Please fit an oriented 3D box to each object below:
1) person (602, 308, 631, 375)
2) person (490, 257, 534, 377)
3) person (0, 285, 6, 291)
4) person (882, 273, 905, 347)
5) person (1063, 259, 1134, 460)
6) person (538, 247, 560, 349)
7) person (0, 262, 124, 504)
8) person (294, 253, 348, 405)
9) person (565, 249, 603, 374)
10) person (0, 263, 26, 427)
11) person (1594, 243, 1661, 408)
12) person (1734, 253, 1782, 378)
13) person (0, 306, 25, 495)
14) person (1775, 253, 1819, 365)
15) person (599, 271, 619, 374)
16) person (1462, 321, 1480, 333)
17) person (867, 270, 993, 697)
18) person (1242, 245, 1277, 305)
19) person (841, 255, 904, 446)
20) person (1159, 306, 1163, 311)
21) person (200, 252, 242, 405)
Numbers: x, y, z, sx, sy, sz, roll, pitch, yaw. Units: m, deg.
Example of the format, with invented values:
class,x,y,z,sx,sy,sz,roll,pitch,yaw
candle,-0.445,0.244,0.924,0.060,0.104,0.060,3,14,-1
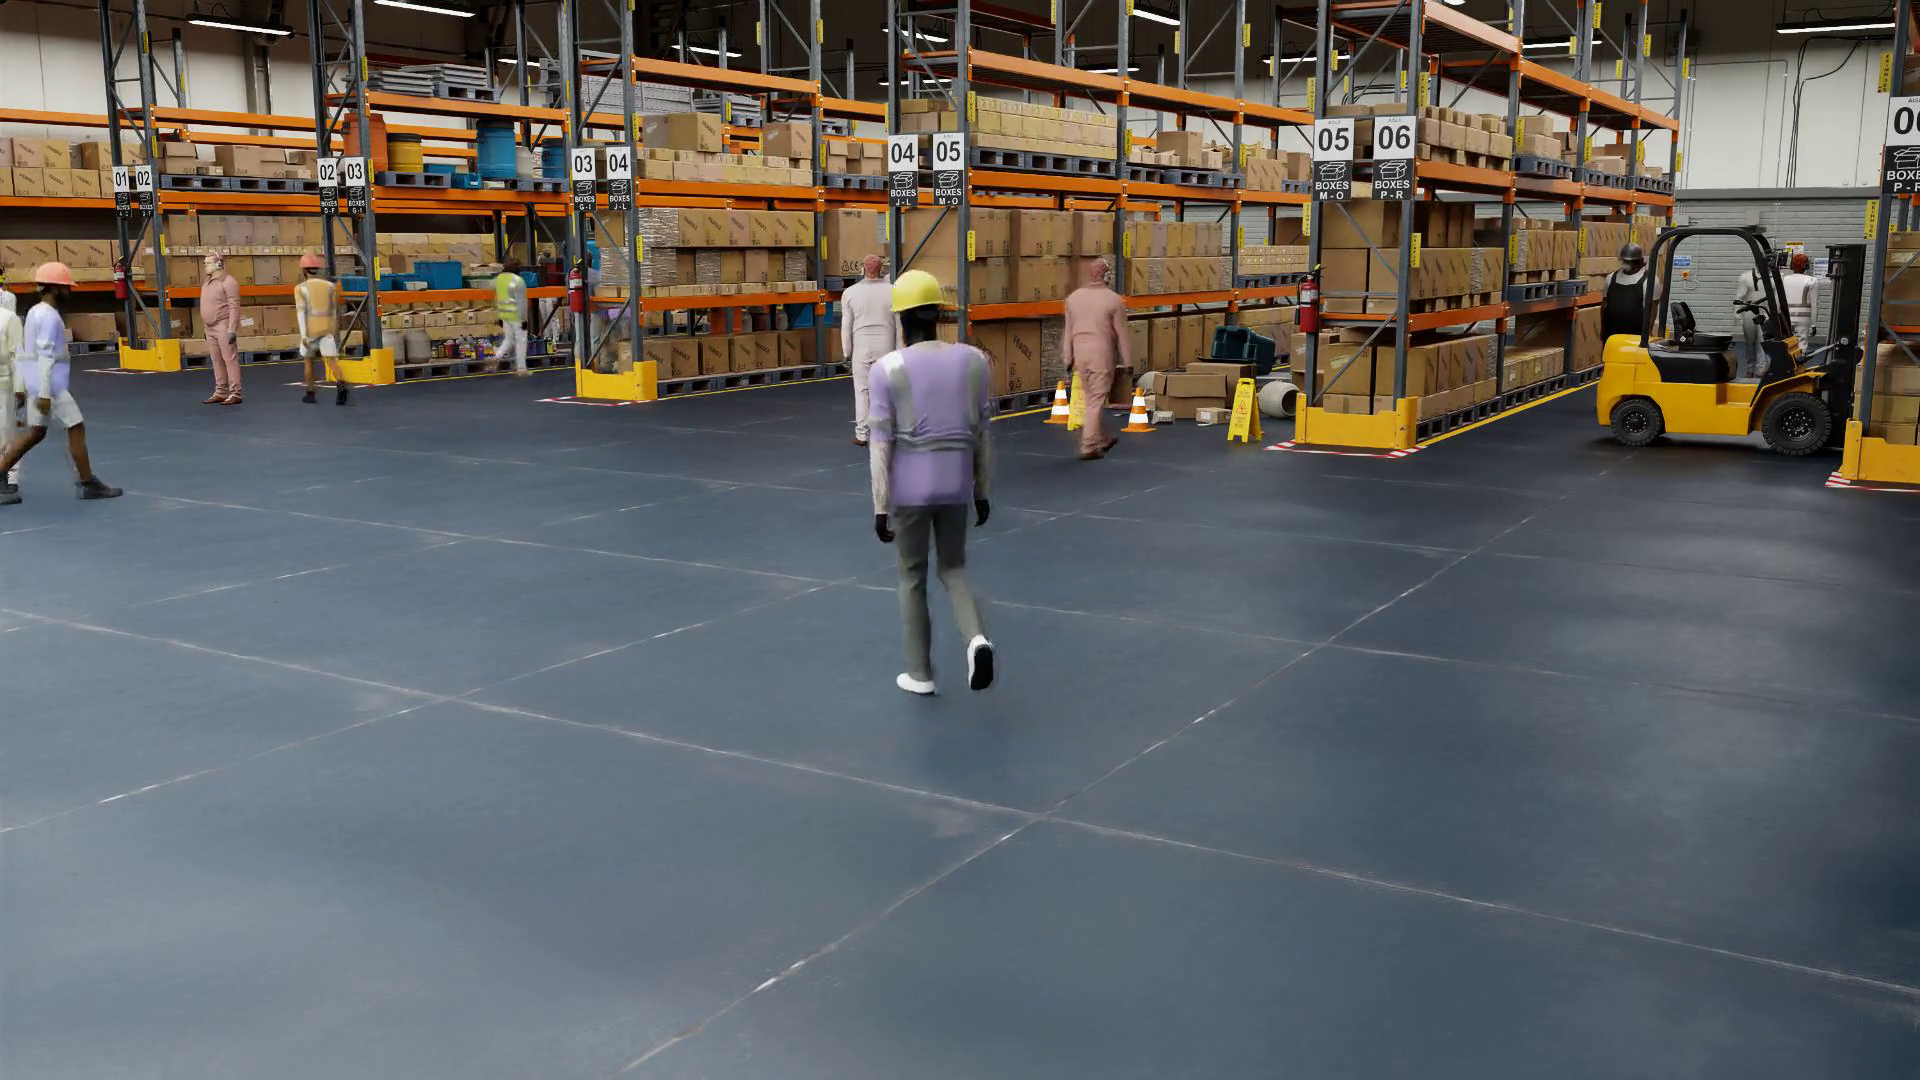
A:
class,x,y,z,sx,sy,sz,roll,pitch,yaw
person,-4.823,-3.235,23.854,0.643,2.020,0.460,5,11,27
person,-6.774,-3.359,25.104,0.640,1.821,0.584,7,12,34
person,-12.338,-2.711,21.532,0.873,1.817,0.517,-4,11,-21
person,-0.865,-3.128,23.771,0.625,1.843,0.430,8,13,39
person,1.375,-1.709,15.759,0.660,1.863,0.927,9,13,40
person,-7.919,-4.637,31.948,0.370,1.940,0.627,-10,14,-44
person,-7.167,-1.212,12.945,0.963,1.893,0.541,-8,13,-39
person,-8.026,-2.635,20.848,0.544,1.907,0.886,-9,14,-42
person,-5.527,-3.337,24.669,0.632,1.940,0.372,3,11,19
person,-10.403,-2.074,17.928,0.527,1.832,0.881,0,10,2
person,8.111,-2.603,20.269,0.673,2.000,0.535,8,13,38
person,11.771,-3.277,24.500,0.645,1.895,1.028,6,12,30
person,-7.754,-1.236,13.230,0.608,1.826,0.403,-1,10,-6
person,11.355,-2.941,22.604,0.576,1.883,0.355,10,14,44
person,-5.366,-3.260,25.166,0.756,1.594,0.514,-1,10,-4
person,10.360,-4.957,33.671,0.657,1.959,0.526,4,11,22
person,-0.111,-0.223,7.305,0.607,1.905,0.551,-5,11,-24
person,6.001,-4.836,32.946,0.629,2.001,1.062,8,13,37
person,-0.874,-1.894,16.675,0.643,1.908,0.399,-2,10,-9
person,4.624,-5.913,39.344,0.565,1.850,0.390,-9,14,-41
person,-9.326,-2.654,20.930,0.639,1.910,0.407,7,12,34
